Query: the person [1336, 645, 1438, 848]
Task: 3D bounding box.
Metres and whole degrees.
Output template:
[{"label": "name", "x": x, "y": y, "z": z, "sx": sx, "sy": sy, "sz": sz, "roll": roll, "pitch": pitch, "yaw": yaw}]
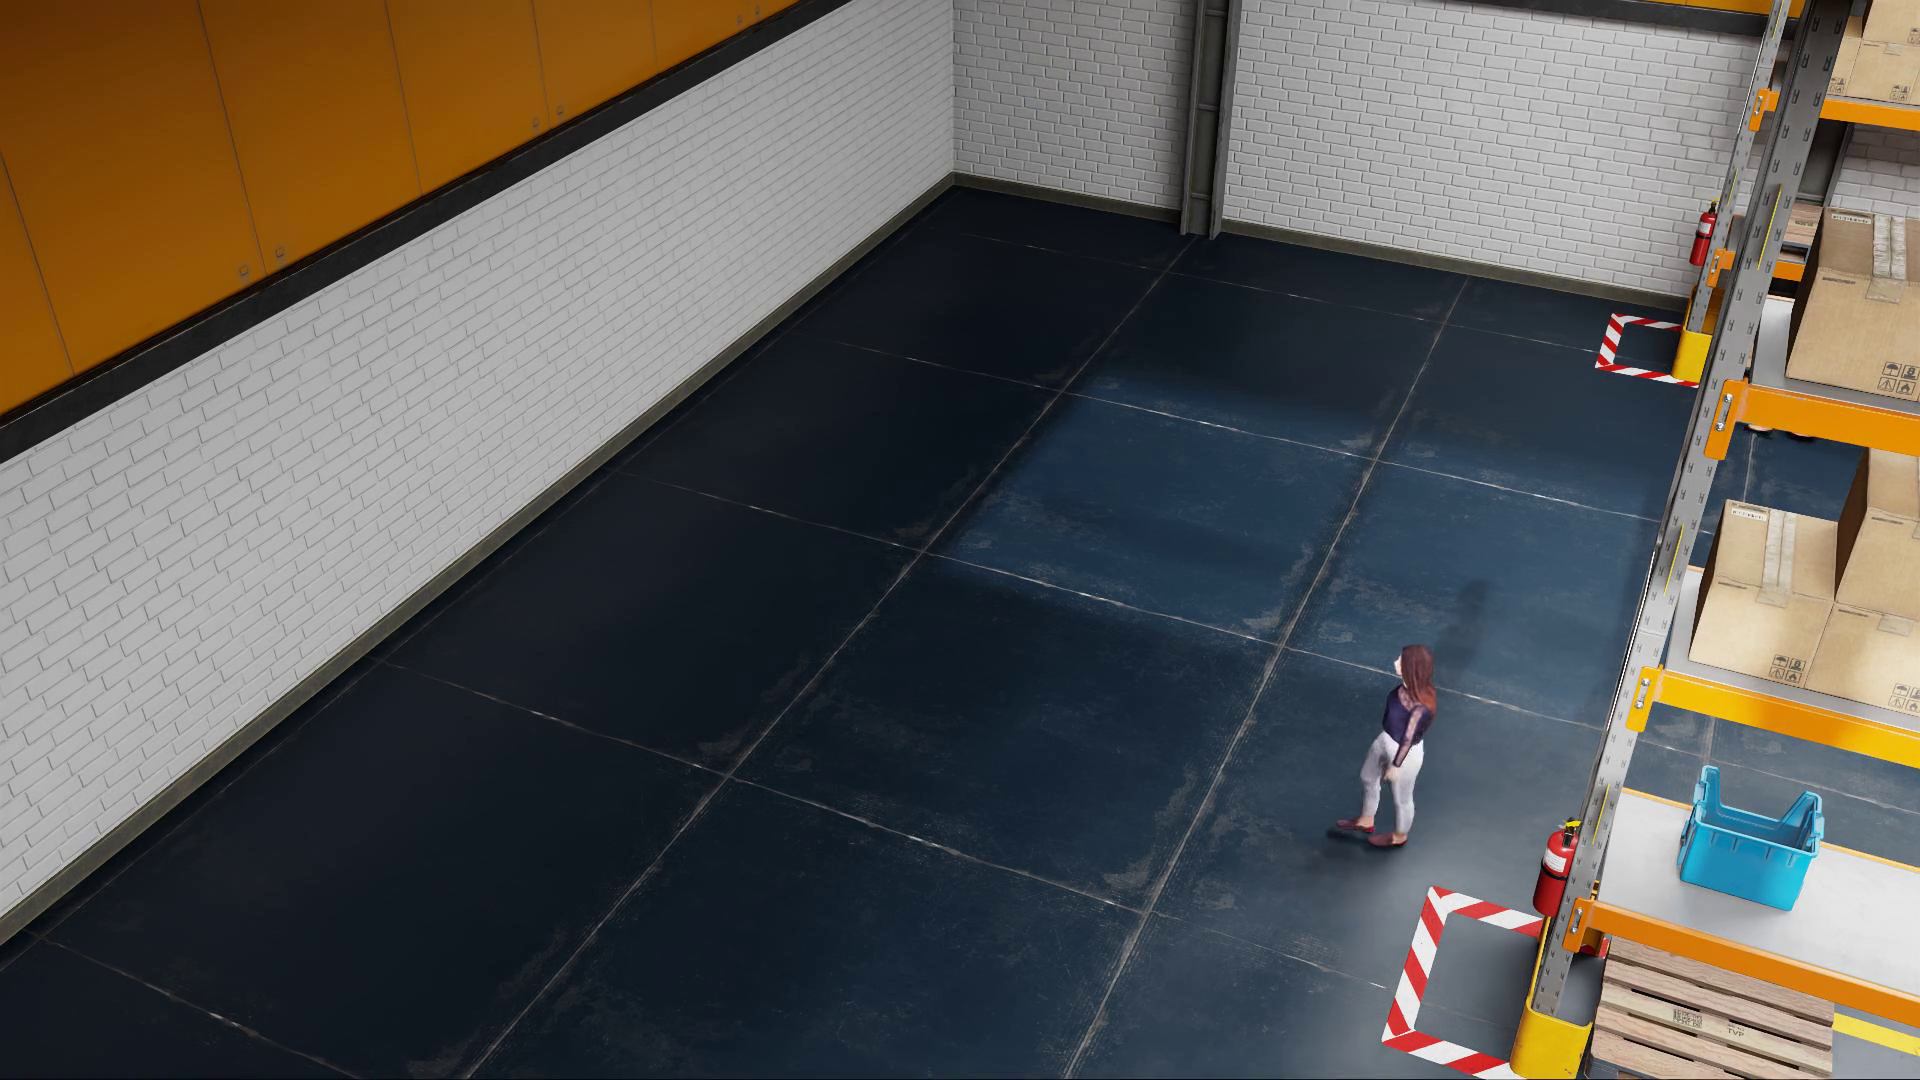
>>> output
[{"label": "person", "x": 2.779, "y": 1.304, "z": 10.259, "sx": 0.766, "sy": 1.594, "sz": 0.716, "roll": 4, "pitch": 34, "yaw": 6}]
